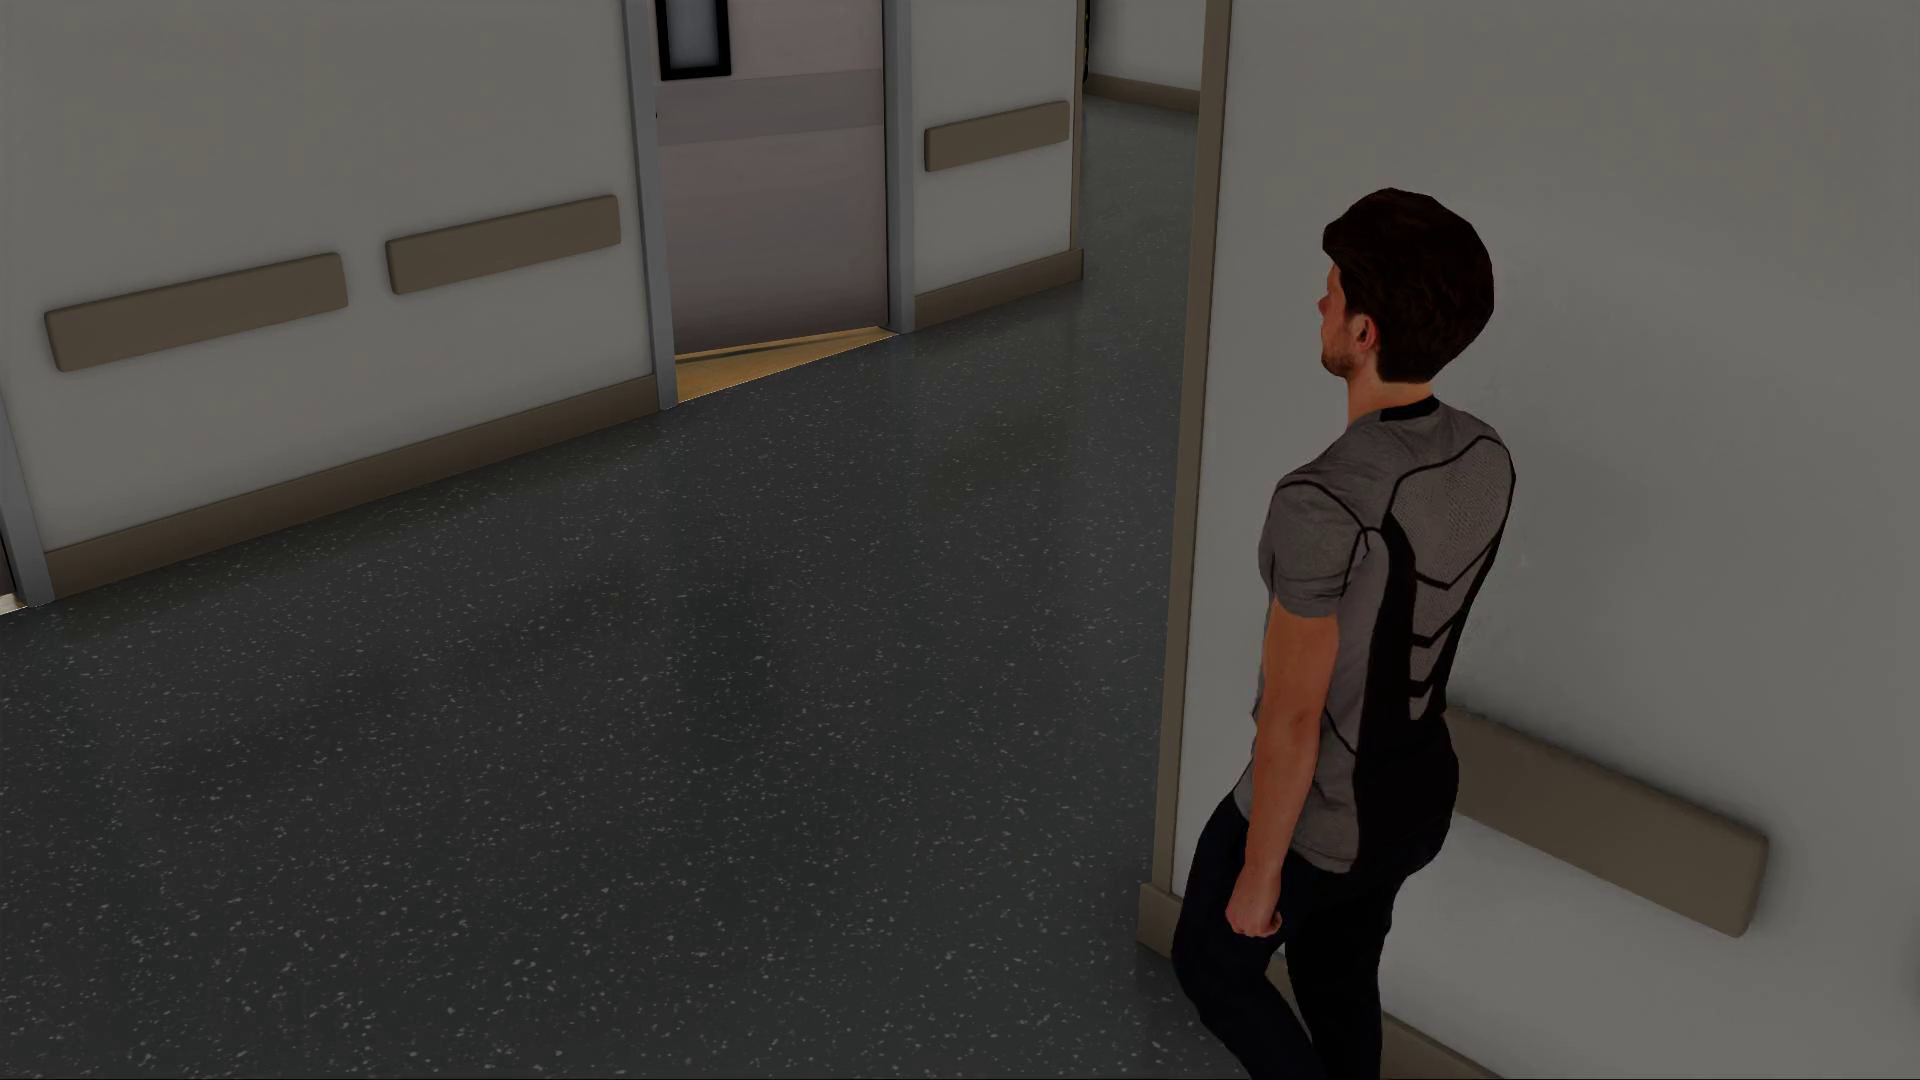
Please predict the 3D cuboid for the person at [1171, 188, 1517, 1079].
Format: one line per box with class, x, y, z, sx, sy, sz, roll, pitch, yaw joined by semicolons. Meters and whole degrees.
person;0.657;0.433;2.560;0.620;1.882;0.726;-22;33;-38
